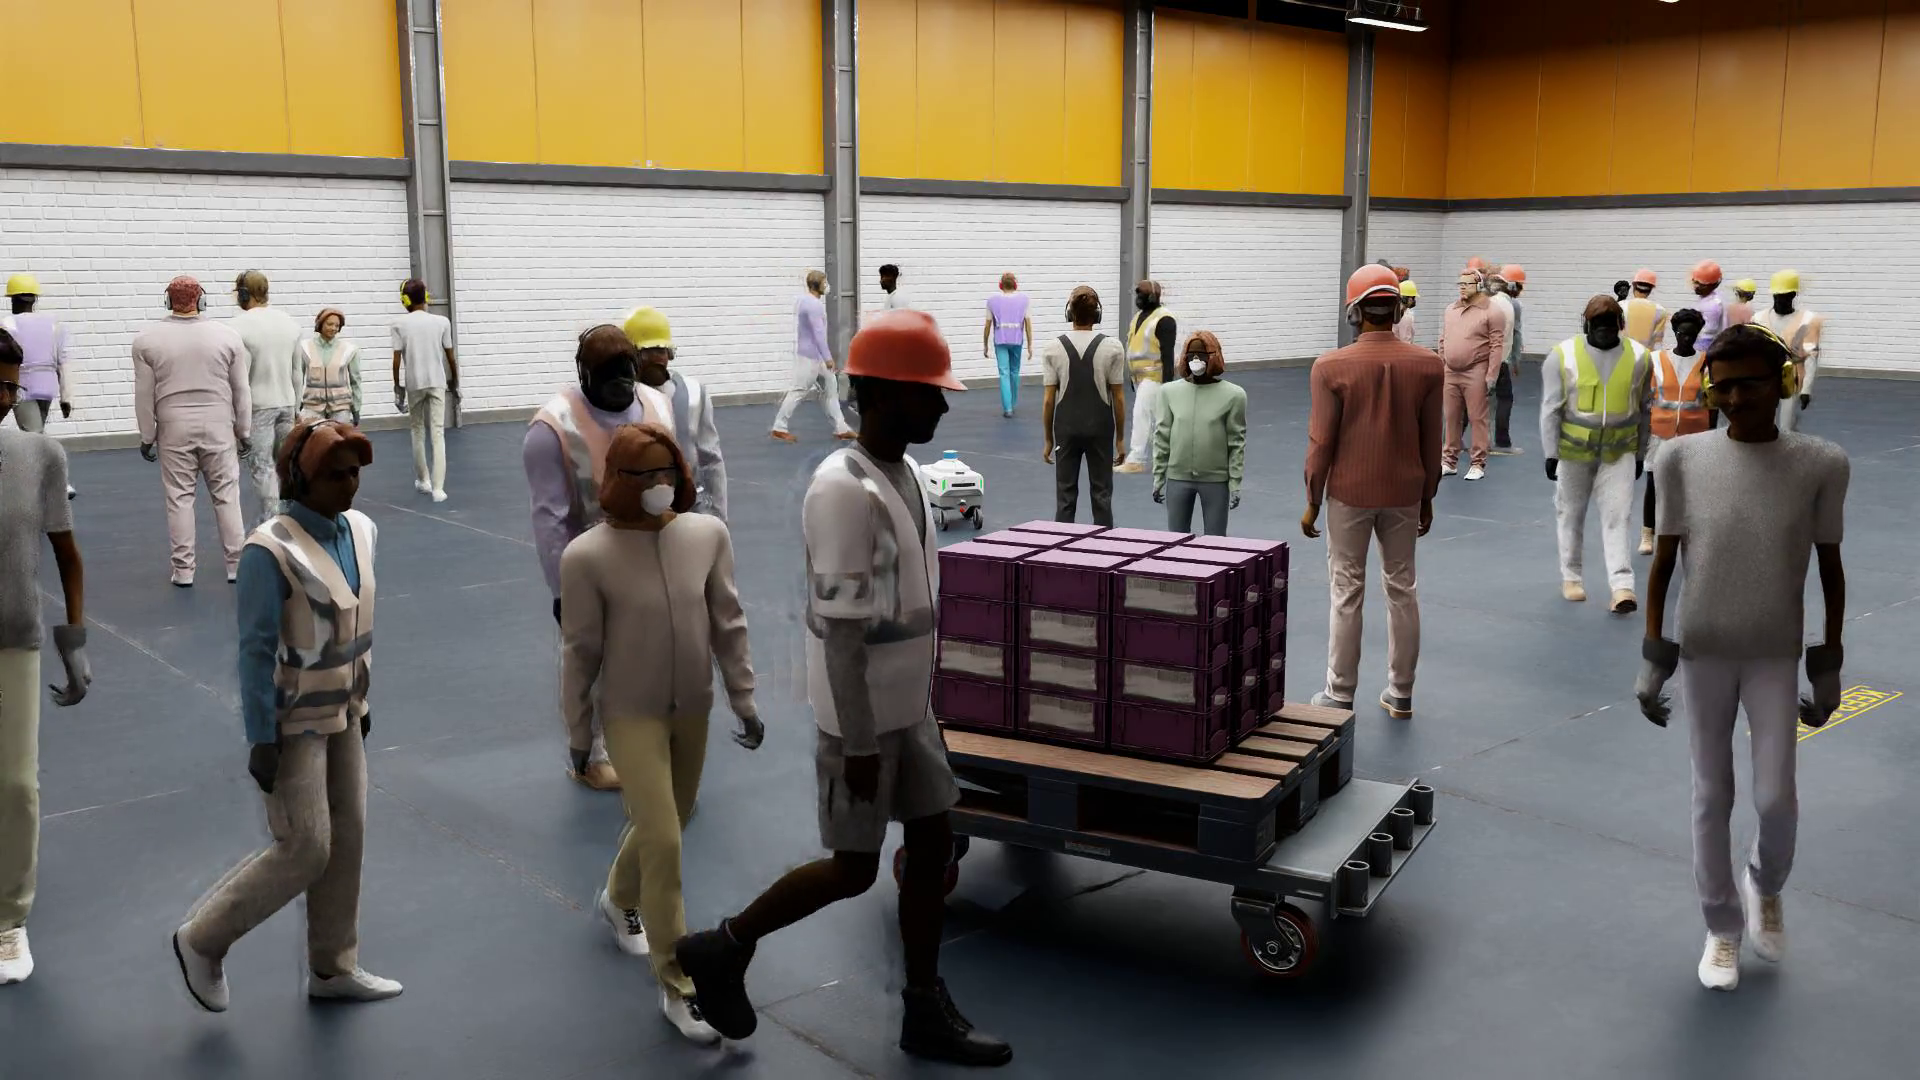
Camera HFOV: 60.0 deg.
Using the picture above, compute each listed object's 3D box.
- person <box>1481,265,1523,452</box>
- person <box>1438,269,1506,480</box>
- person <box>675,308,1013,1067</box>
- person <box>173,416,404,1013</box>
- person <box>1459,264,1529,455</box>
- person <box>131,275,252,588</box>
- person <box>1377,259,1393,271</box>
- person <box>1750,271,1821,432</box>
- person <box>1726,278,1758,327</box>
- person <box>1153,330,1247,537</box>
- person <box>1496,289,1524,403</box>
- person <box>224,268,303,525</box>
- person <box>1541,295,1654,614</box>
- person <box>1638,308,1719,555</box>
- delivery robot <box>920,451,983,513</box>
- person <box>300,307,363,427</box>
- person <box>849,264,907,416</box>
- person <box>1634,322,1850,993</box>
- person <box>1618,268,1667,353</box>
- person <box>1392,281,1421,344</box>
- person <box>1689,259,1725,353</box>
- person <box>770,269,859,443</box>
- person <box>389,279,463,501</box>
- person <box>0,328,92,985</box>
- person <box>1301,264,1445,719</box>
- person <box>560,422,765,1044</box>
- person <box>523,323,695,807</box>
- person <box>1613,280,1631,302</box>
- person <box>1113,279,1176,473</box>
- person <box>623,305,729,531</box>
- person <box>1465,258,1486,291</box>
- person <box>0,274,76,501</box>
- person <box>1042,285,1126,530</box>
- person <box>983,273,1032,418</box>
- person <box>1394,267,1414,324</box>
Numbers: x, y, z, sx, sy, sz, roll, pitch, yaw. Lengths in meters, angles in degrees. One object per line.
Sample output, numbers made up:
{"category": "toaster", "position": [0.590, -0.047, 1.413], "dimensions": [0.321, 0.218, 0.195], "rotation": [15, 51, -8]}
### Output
{"category": "person", "position": [5.458, -1.840, 17.049], "dimensions": [0.655, 1.921, 0.668], "rotation": [0, 10, -3]}
{"category": "person", "position": [4.594, -1.499, 15.108], "dimensions": [0.407, 1.910, 0.638], "rotation": [-8, 12, -39]}
{"category": "person", "position": [-0.286, 0.385, 4.120], "dimensions": [0.765, 1.908, 0.549], "rotation": [4, 10, 20]}
{"category": "person", "position": [-1.758, 0.475, 4.391], "dimensions": [0.535, 1.619, 0.547], "rotation": [1, 10, 7]}
{"category": "person", "position": [5.364, -1.827, 16.954], "dimensions": [0.772, 1.949, 0.635], "rotation": [-1, 10, -4]}
{"category": "person", "position": [-4.700, -0.666, 10.230], "dimensions": [0.649, 1.906, 0.401], "rotation": [-5, 11, -25]}
{"category": "person", "position": [7.690, -4.079, 29.819], "dimensions": [0.866, 2.000, 0.538], "rotation": [-7, 12, -35]}
{"category": "person", "position": [6.843, -1.300, 13.970], "dimensions": [0.929, 1.885, 0.605], "rotation": [-9, 13, -42]}
{"category": "person", "position": [9.846, -2.449, 21.117], "dimensions": [0.648, 1.749, 0.531], "rotation": [-2, 10, -12]}
{"category": "person", "position": [1.274, -0.303, 8.905], "dimensions": [0.500, 1.633, 0.286], "rotation": [3, 10, 19]}
{"category": "person", "position": [7.514, -2.764, 23.101], "dimensions": [0.524, 1.700, 0.876], "rotation": [-1, 10, -5]}
{"category": "person", "position": [-4.746, -0.877, 11.377], "dimensions": [0.355, 1.936, 0.635], "rotation": [4, 11, 23]}
{"category": "person", "position": [3.634, -0.483, 9.478], "dimensions": [0.627, 1.794, 0.929], "rotation": [2, 10, 12]}
{"category": "person", "position": [4.819, -0.715, 11.178], "dimensions": [0.531, 1.684, 0.339], "rotation": [4, 10, 22]}
{"category": "delivery robot", "position": [-0.073, -0.431, 12.531], "dimensions": [0.477, 0.478, 0.707], "rotation": [-3, 10, -16]}
{"category": "person", "position": [-4.999, -1.025, 13.147], "dimensions": [0.544, 1.617, 0.357], "rotation": [-3, 10, -17]}
{"category": "person", "position": [-0.923, -2.450, 20.635], "dimensions": [0.978, 1.916, 0.639], "rotation": [-1, 10, -7]}
{"category": "person", "position": [2.147, 0.329, 4.590], "dimensions": [0.513, 1.847, 0.406], "rotation": [4, 11, 24]}
{"category": "person", "position": [6.698, -1.745, 16.537], "dimensions": [0.583, 1.908, 0.582], "rotation": [1, 10, 7]}
{"category": "person", "position": [4.614, -1.818, 17.388], "dimensions": [0.327, 1.767, 0.533], "rotation": [-1, 10, -3]}
{"category": "person", "position": [7.138, -1.689, 16.001], "dimensions": [0.362, 2.001, 0.785], "rotation": [4, 10, 20]}
{"category": "person", "position": [-1.591, -1.975, 17.989], "dimensions": [1.036, 1.892, 0.636], "rotation": [0, 10, -1]}
{"category": "person", "position": [-4.474, -1.265, 13.974], "dimensions": [0.560, 1.820, 0.924], "rotation": [-3, 10, -18]}
{"category": "person", "position": [-2.748, 0.326, 4.657], "dimensions": [0.555, 1.835, 0.488], "rotation": [-8, 13, -40]}
{"category": "person", "position": [1.783, -0.193, 7.234], "dimensions": [0.610, 1.986, 0.392], "rotation": [-1, 10, -8]}
{"category": "person", "position": [-0.846, 0.463, 4.531], "dimensions": [0.499, 1.599, 0.797], "rotation": [-9, 13, -41]}
{"category": "person", "position": [-1.258, 0.111, 6.054], "dimensions": [0.640, 1.782, 0.838], "rotation": [-8, 13, -39]}
{"category": "person", "position": [8.900, -2.655, 22.485], "dimensions": [0.533, 1.697, 0.319], "rotation": [0, 10, -1]}
{"category": "person", "position": [1.845, -1.543, 15.664], "dimensions": [0.866, 1.816, 0.635], "rotation": [-4, 10, -21]}
{"category": "person", "position": [-1.332, -0.127, 7.354], "dimensions": [0.673, 1.811, 0.432], "rotation": [-5, 11, -26]}
{"category": "person", "position": [7.893, -3.335, 25.600], "dimensions": [1.064, 1.984, 0.632], "rotation": [-6, 12, -33]}
{"category": "person", "position": [-7.471, -1.199, 13.435], "dimensions": [0.962, 1.887, 0.599], "rotation": [5, 11, 26]}
{"category": "person", "position": [0.751, -0.612, 10.092], "dimensions": [0.507, 1.847, 0.343], "rotation": [2, 10, 10]}
{"category": "person", "position": [0.592, -2.470, 21.103], "dimensions": [0.594, 1.789, 0.950], "rotation": [-1, 10, -7]}
{"category": "person", "position": [6.243, -2.942, 23.681], "dimensions": [0.412, 1.872, 0.579], "rotation": [-7, 12, -37]}
